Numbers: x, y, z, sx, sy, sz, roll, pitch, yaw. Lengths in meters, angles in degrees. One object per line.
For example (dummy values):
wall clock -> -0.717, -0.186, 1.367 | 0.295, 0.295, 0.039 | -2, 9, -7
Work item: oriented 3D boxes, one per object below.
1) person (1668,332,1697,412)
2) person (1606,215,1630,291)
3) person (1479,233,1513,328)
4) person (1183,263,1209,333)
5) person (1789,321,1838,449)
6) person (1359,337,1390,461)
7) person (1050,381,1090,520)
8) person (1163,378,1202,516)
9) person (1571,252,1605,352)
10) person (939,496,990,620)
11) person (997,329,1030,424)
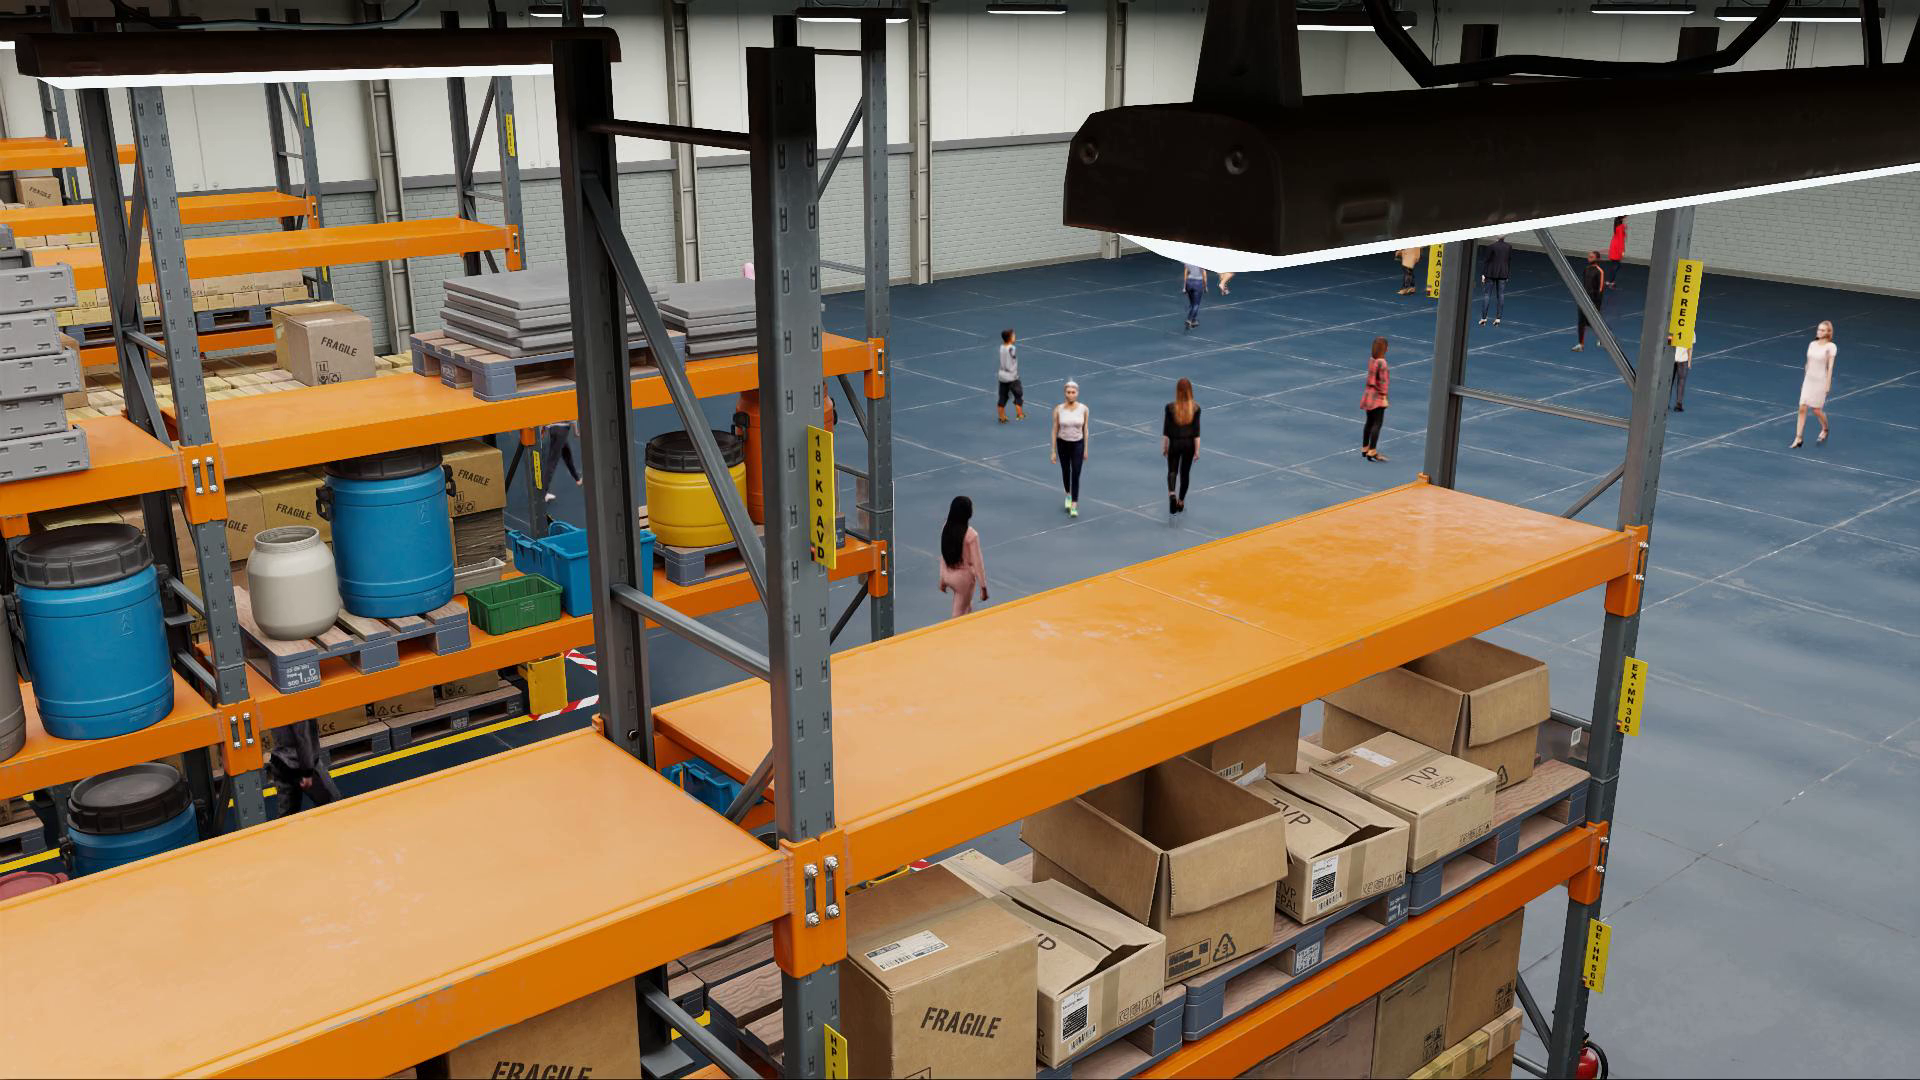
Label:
person -> 11.085, -2.782, 25.653 | 0.464, 1.587, 0.594 | -14, 23, -37
person -> 14.393, -6.346, 36.368 | 0.830, 1.729, 0.768 | -3, 18, -8
person -> 9.443, -4.679, 29.405 | 0.815, 1.783, 0.794 | 0, 18, 1
person -> 4.451, -4.816, 31.729 | 0.783, 1.694, 1.115 | 11, 21, 31
person -> 12.125, -2.183, 23.445 | 0.972, 1.816, 0.725 | -9, 20, -25
person -> 5.723, -1.955, 22.933 | 0.700, 1.699, 0.695 | -4, 18, -11
person -> 1.347, -1.120, 20.450 | 1.150, 1.648, 1.181 | 1, 18, 2
person -> 2.703, -1.116, 20.360 | 0.955, 1.697, 1.039 | 3, 18, 8
person -> 11.388, -4.288, 29.951 | 1.006, 1.791, 0.799 | -7, 19, -21
person -> -0.066, 0.436, 15.581 | 0.692, 1.706, 0.642 | -14, 23, -37
person -> 0.689, -2.499, 25.020 | 0.693, 1.441, 0.865 | 14, 23, 37
